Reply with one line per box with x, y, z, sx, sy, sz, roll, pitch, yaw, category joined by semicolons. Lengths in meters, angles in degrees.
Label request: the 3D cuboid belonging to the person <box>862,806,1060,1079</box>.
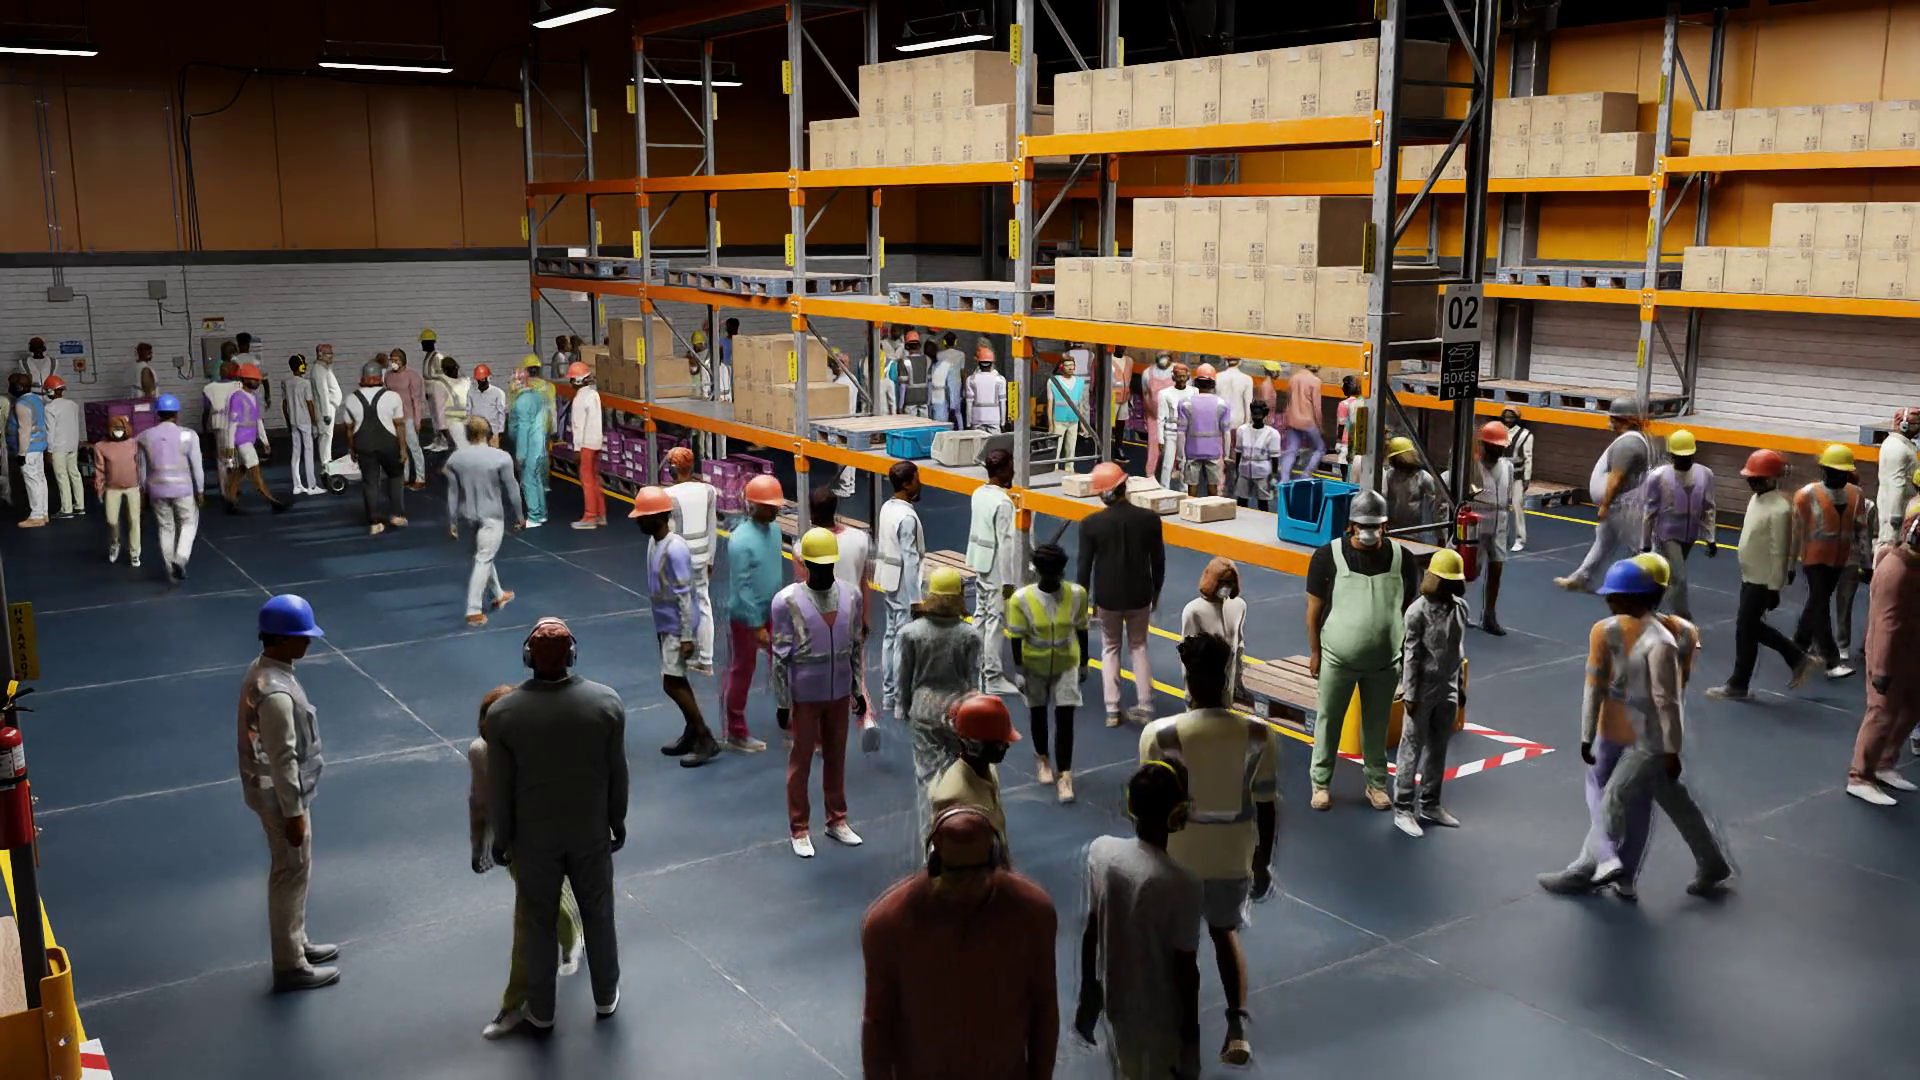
0.005;1.739;5.353;0.646;1.887;0.449;-1;11;-7;person

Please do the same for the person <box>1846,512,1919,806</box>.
5.925;0.739;10.470;0.661;1.889;0.404;-10;15;-43;person

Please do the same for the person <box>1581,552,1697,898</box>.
3.659;1.011;9.055;0.593;1.900;0.416;0;11;2;person

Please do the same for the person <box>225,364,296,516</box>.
-8.685;-1.219;20.493;0.976;1.885;0.558;0;11;-2;person

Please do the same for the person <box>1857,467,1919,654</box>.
7.849;0.213;13.616;0.735;1.707;0.543;5;12;26;person

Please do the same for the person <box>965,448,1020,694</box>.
0.251;0.240;12.939;0.393;1.919;0.590;-4;12;-22;person

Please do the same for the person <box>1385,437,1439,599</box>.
4.098;-0.083;15.104;0.603;1.725;0.420;6;13;30;person

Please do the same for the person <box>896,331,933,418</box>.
-0.676;-2.008;24.133;0.609;2.040;0.394;-8;14;-37;person

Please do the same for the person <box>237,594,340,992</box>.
-3.217;1.204;7.969;0.420;1.933;0.624;-5;12;-25;person

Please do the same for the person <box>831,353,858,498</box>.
-1.566;-1.502;21.884;0.407;1.908;0.641;2;11;12;person

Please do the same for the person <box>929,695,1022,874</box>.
0.098;1.489;7.036;0.710;1.720;0.576;2;11;9;person

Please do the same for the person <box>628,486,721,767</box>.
-1.950;0.578;11.262;0.522;1.909;0.576;-6;12;-27;person

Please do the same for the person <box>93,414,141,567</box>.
-8.865;-0.525;17.609;0.511;1.620;0.424;-7;13;-31;person

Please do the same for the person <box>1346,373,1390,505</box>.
4.877;-1.110;20.101;0.737;1.823;0.510;8;14;36;person

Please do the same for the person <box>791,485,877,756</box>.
-0.845;0.573;11.275;0.612;1.899;0.593;-7;13;-33;person

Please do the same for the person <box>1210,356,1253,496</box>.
3.631;-1.591;22.245;0.608;1.937;0.937;4;12;20;person

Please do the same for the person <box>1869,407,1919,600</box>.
8.897;-0.307;15.765;0.409;1.906;0.652;6;12;26;person

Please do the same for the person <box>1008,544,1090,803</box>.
0.574;0.833;10.561;0.539;1.647;0.802;-1;11;-3;person

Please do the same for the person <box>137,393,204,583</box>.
-7.920;-0.500;16.711;0.623;1.928;0.591;-2;11;-9;person

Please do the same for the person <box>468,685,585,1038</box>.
-1.994;1.412;7.792;0.541;1.589;0.853;5;12;23;person

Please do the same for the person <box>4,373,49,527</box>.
-11.150;-1.076;19.872;0.429;1.844;0.622;-3;11;-15;person

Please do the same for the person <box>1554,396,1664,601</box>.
6.354;-0.426;16.032;1.042;2.000;0.693;5;12;26;person

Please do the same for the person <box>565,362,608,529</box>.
-4.459;-1.124;19.774;0.428;1.984;0.615;2;11;9;person

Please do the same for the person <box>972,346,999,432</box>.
0.319;-1.801;23.478;0.355;1.883;0.575;-8;14;-36;person

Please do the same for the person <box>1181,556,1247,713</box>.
1.574;0.898;10.302;0.499;1.633;0.288;-7;13;-33;person

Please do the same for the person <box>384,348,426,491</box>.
-7.509;-1.624;22.470;0.628;1.931;0.378;6;12;27;person

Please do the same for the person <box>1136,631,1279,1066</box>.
1.059;1.362;7.153;0.613;1.939;0.516;-1;11;-6;person

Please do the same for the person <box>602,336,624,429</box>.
-5.435;-2.277;26.047;0.525;1.831;0.630;-4;12;-19;person

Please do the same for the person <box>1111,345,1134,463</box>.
2.350;-2.114;24.890;0.613;1.951;0.364;-7;13;-33;person

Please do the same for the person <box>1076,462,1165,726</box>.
1.162;0.408;11.995;0.650;1.948;0.418;-1;11;-3;person

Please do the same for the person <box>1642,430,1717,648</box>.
6.278;-0.060;14.636;0.588;1.875;1.011;-2;11;-11;person

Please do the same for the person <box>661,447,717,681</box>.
-2.191;0.190;13.285;0.355;1.884;0.576;10;15;43;person

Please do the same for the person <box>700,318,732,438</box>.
-4.104;-2.712;27.834;0.675;2.005;0.824;-10;15;-42;person

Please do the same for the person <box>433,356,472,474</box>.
-6.840;-1.607;22.704;0.683;1.803;0.656;5;12;22;person

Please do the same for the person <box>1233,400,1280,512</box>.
3.276;-0.712;18.394;0.542;1.697;0.323;7;13;33;person

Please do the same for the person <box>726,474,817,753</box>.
-1.270;0.528;11.357;0.865;1.956;0.609;6;12;26;person

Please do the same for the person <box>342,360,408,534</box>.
-6.841;-1.120;19.586;0.714;2.000;0.735;-1;11;-4;person

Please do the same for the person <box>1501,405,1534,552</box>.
6.086;-0.688;18.434;0.515;1.634;0.315;10;15;43;person

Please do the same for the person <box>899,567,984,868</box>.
-0.109;0.989;9.685;0.489;1.695;0.903;0;11;-1;person

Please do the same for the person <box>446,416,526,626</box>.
-4.360;-0.194;15.265;0.640;1.891;1.009;3;12;16;person

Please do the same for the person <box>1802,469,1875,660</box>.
7.346;0.182;13.944;0.514;1.642;0.310;6;13;30;person

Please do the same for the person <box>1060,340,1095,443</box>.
1.905;-2.490;27.126;0.591;1.834;0.404;-3;11;-14;person
